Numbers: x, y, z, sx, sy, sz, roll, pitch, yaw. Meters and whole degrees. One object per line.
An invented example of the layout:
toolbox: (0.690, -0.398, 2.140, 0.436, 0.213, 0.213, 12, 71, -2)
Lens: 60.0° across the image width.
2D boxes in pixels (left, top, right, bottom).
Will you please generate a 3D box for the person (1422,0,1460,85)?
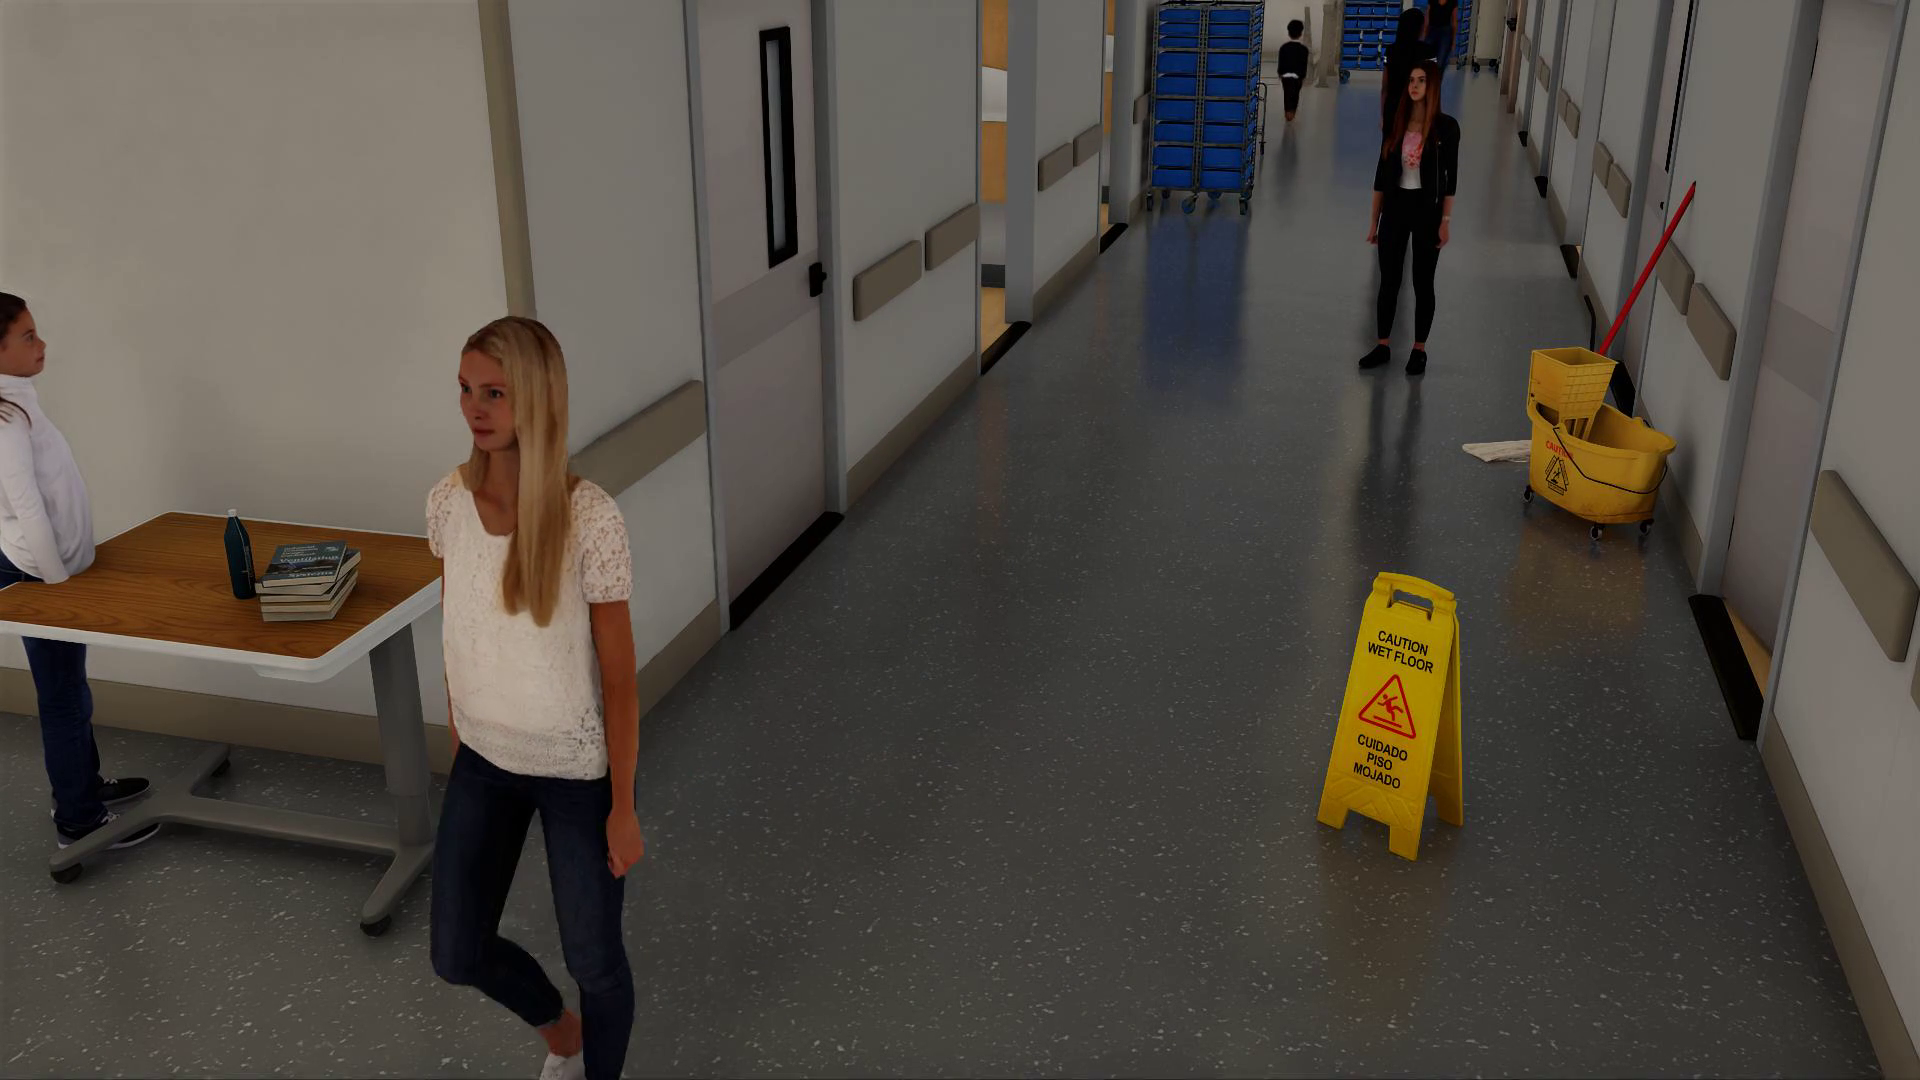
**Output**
person: (6.148, -6.399, 21.411, 0.583, 1.729, 0.630, 6, 21, 14)

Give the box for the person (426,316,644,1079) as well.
person: (-0.763, 0.434, 3.263, 0.646, 1.804, 0.650, 8, 22, 21)

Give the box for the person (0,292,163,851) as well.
person: (-2.496, 0.090, 4.518, 0.686, 1.559, 0.626, -11, 23, -27)

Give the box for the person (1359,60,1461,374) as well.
person: (2.539, -1.802, 9.300, 0.668, 1.711, 0.638, 13, 24, 30)

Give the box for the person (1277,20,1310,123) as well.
person: (4.067, -5.713, 20.340, 0.582, 1.204, 0.854, 3, 21, 7)

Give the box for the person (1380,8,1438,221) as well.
person: (3.685, -3.500, 13.756, 0.685, 1.729, 0.686, 14, 25, 32)
